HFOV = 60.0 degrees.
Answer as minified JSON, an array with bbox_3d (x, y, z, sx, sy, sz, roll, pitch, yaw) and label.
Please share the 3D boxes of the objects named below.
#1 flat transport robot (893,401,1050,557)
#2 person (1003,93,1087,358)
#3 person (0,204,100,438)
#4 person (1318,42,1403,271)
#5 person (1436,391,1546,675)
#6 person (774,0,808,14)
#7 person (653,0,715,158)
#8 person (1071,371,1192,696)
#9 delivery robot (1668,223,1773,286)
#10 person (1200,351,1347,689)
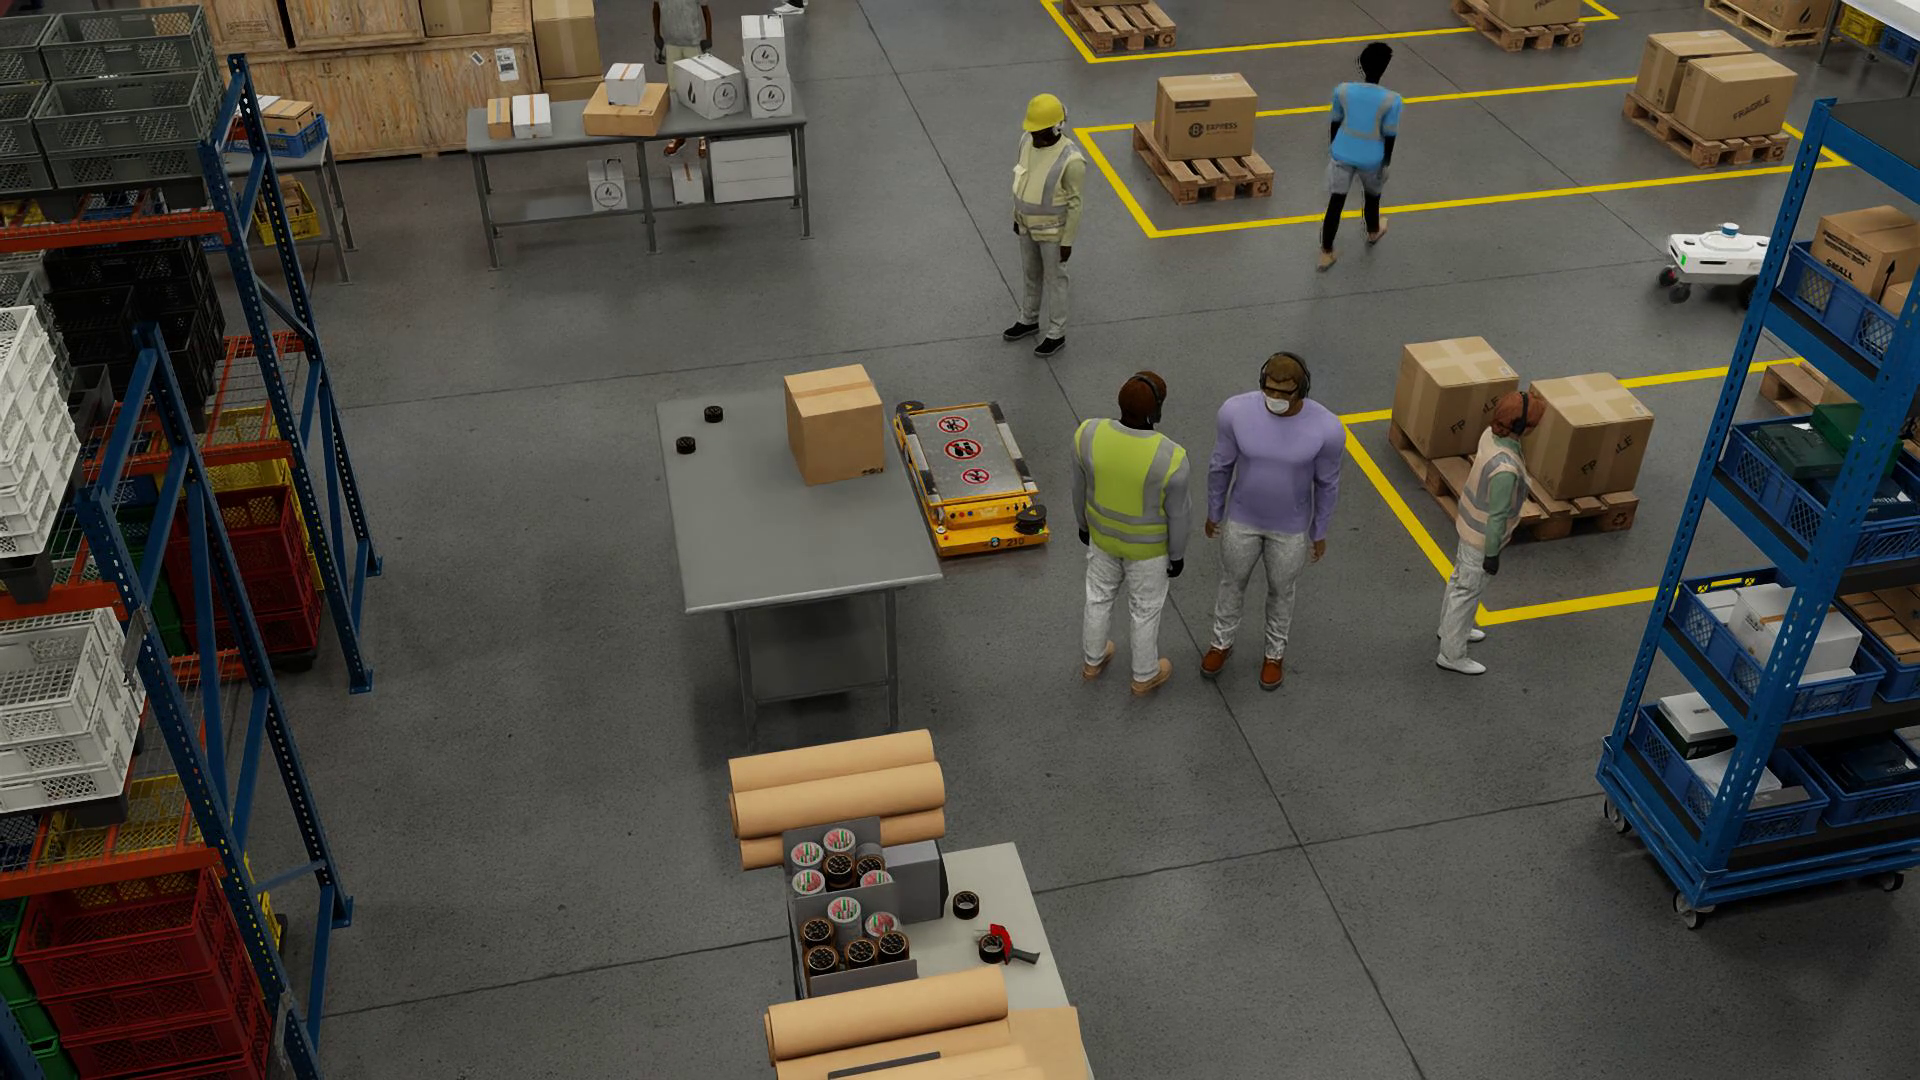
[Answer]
[{"bbox_3d":[0.046,-0.430,10.108,0.652,0.197,1.431,-8,37,-10],"label":"flat transport robot"},{"bbox_3d":[0.548,-2.097,11.057,0.403,1.825,0.586,-26,44,-31],"label":"person"},{"bbox_3d":[-5.550,-1.251,9.878,0.631,1.869,0.634,0,37,0],"label":"person"},{"bbox_3d":[2.962,-2.846,12.202,0.531,1.650,0.838,19,41,23],"label":"person"},{"bbox_3d":[2.671,-0.045,8.459,0.313,1.634,0.514,7,37,9],"label":"person"},{"bbox_3d":[-1.703,-6.224,16.526,0.376,1.916,0.600,5,37,7],"label":"person"},{"bbox_3d":[-2.276,-4.069,13.676,0.520,1.865,0.333,6,37,9],"label":"person"},{"bbox_3d":[0.853,-0.025,8.258,0.627,1.844,0.429,19,41,24],"label":"person"},{"bbox_3d":[5.480,-2.041,11.962,0.707,0.478,0.477,2,37,3],"label":"delivery robot"},{"bbox_3d":[1.527,-0.097,8.273,0.638,1.938,0.357,12,38,15],"label":"person"}]
